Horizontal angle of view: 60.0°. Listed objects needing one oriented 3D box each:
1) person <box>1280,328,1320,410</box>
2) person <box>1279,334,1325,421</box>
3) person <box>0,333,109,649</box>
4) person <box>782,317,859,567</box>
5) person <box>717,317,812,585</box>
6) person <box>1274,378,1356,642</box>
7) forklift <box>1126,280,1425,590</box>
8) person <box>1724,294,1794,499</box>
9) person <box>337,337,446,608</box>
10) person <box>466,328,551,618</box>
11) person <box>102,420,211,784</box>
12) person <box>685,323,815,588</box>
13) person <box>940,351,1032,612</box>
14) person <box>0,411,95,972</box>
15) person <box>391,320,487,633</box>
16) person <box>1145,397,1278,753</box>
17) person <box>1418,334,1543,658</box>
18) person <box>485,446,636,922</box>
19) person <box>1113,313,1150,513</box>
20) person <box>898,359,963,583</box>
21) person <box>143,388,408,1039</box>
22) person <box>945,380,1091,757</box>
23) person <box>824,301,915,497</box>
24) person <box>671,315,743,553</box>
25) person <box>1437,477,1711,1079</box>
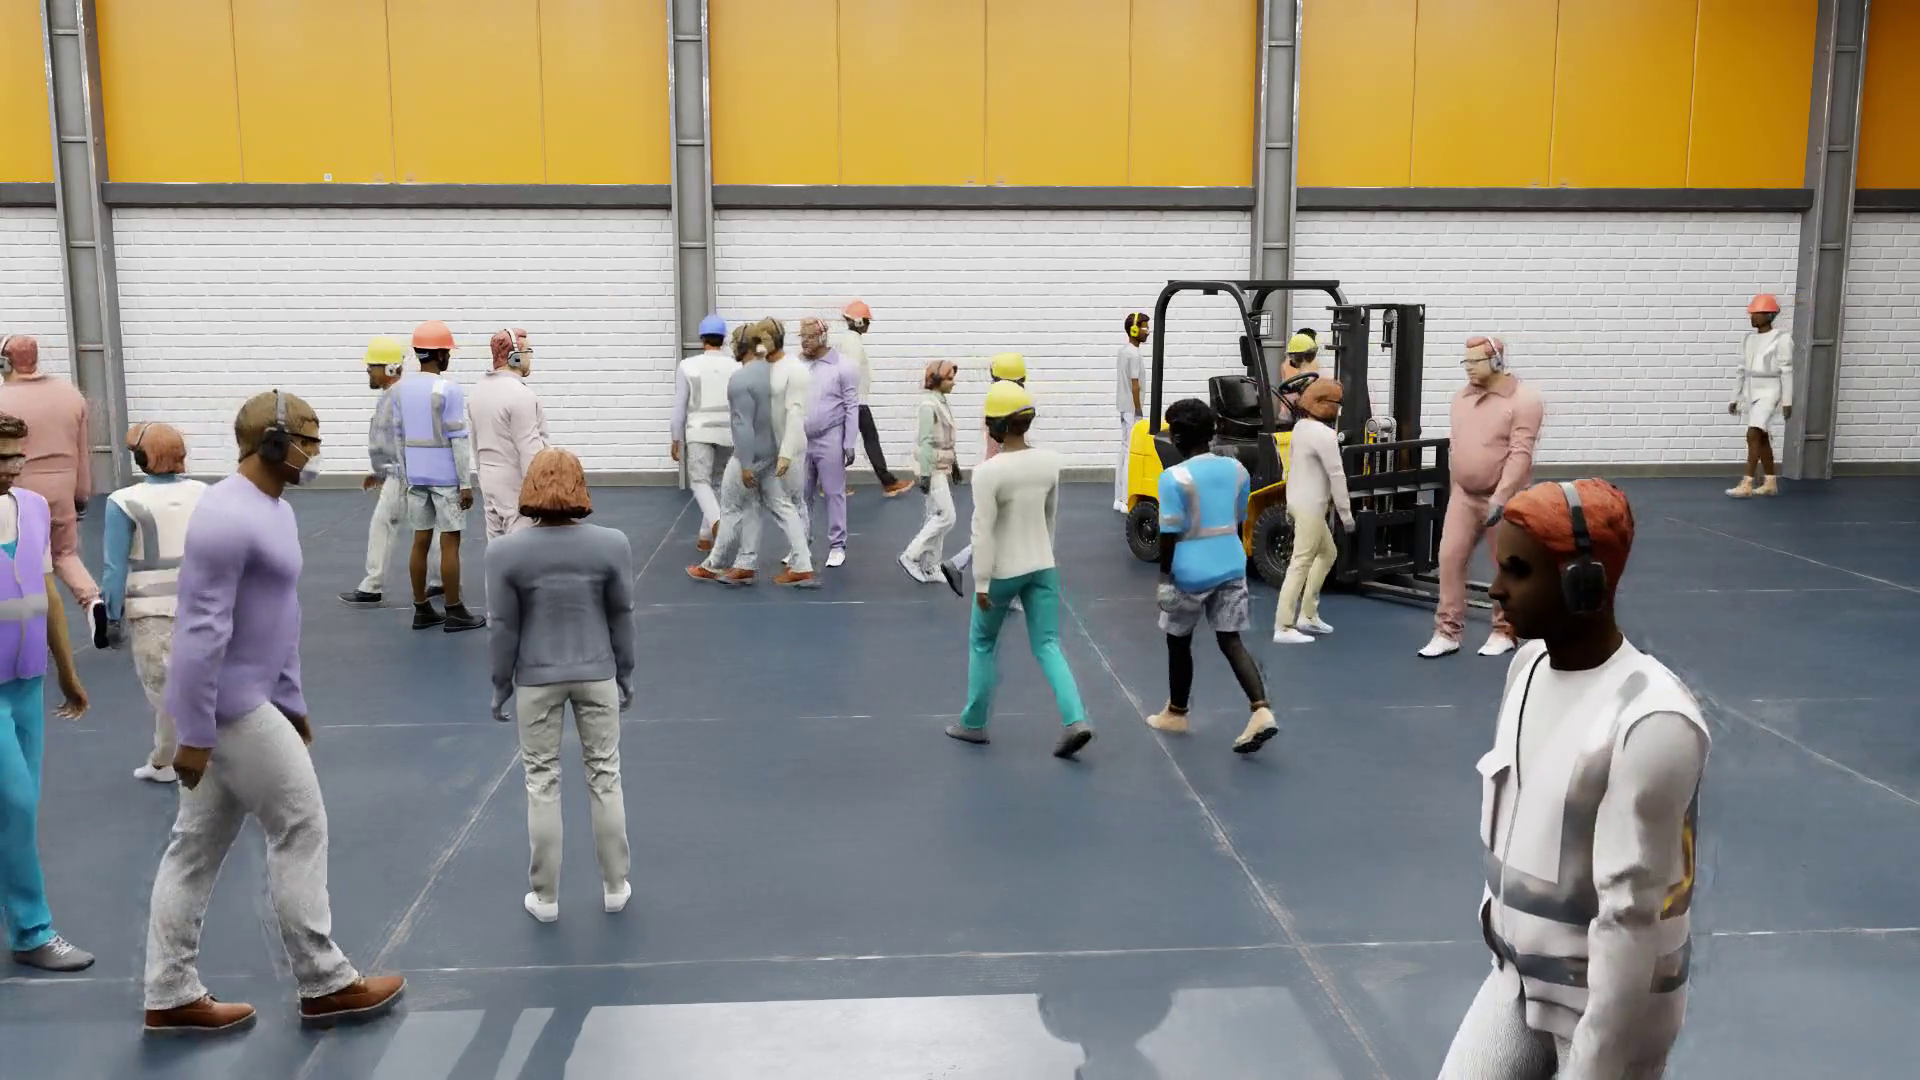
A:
[{"bbox_3d":[3.433,-1.292,16.776,0.323,1.689,0.530,-5,10,-29],"label":"person"},{"bbox_3d":[2.768,-0.833,13.753,0.871,1.723,0.530,6,11,35],"label":"person"},{"bbox_3d":[-5.270,-0.241,9.541,0.672,1.888,0.656,5,10,30],"label":"person"},{"bbox_3d":[-1.095,-0.741,12.645,0.652,1.902,0.402,3,10,21],"label":"person"},{"bbox_3d":[-1.383,-0.604,11.740,0.634,1.915,0.797,8,12,39],"label":"person"},{"bbox_3d":[2.150,-0.167,9.976,0.580,1.604,0.510,-1,9,-8],"label":"person"},{"bbox_3d":[2.301,-0.860,12.475,1.214,2.155,2.313,-6,11,-35],"label":"forklift"},{"bbox_3d":[7.868,-1.414,16.496,0.863,2.015,0.634,-2,9,-14],"label":"person"},{"bbox_3d":[-3.818,-0.446,11.114,0.877,1.796,0.585,-3,10,-20],"label":"person"},{"bbox_3d":[-2.586,-0.278,9.724,0.407,1.910,0.639,-9,12,-43],"label":"person"},{"bbox_3d":[-3.316,0.298,7.023,0.761,1.611,0.523,5,10,28],"label":"person"},{"bbox_3d":[-1.461,-0.591,11.790,1.044,1.887,0.645,4,10,24],"label":"person"},{"bbox_3d":[0.195,-0.371,10.872,0.554,1.739,0.533,1,9,4],"label":"person"},{"bbox_3d":[-3.188,0.471,5.342,0.824,1.810,0.593,2,9,11],"label":"person"},{"bbox_3d":[-3.246,-0.392,10.340,0.546,1.938,0.360,4,10,24],"label":"person"},{"bbox_3d":[1.176,0.168,7.739,0.541,1.658,0.797,-5,11,-31],"label":"person"},{"bbox_3d":[2.964,-0.230,9.530,0.804,1.867,0.635,-7,11,-38],"label":"person"},{"bbox_3d":[-1.360,0.496,5.717,0.498,1.634,0.283,-3,10,-18],"label":"person"},{"bbox_3d":[1.620,-1.184,15.542,0.312,1.865,0.536,-1,9,-9],"label":"person"},{"bbox_3d":[-0.167,-0.474,11.853,0.385,1.624,0.510,1,9,9],"label":"person"},{"bbox_3d":[-2.035,0.506,4.886,0.845,1.881,0.635,-3,10,-20],"label":"person"},{"bbox_3d":[0.266,0.133,7.660,0.537,1.738,0.790,-6,11,-35],"label":"person"},{"bbox_3d":[-0.942,-1.389,16.562,0.913,1.950,0.648,-3,9,-16],"label":"person"},{"bbox_3d":[-1.920,-0.796,12.992,0.637,1.906,0.812,-4,10,-22],"label":"person"},{"bbox_3d":[1.066,0.822,2.933,0.440,1.864,0.590,-2,9,-11],"label":"person"}]
